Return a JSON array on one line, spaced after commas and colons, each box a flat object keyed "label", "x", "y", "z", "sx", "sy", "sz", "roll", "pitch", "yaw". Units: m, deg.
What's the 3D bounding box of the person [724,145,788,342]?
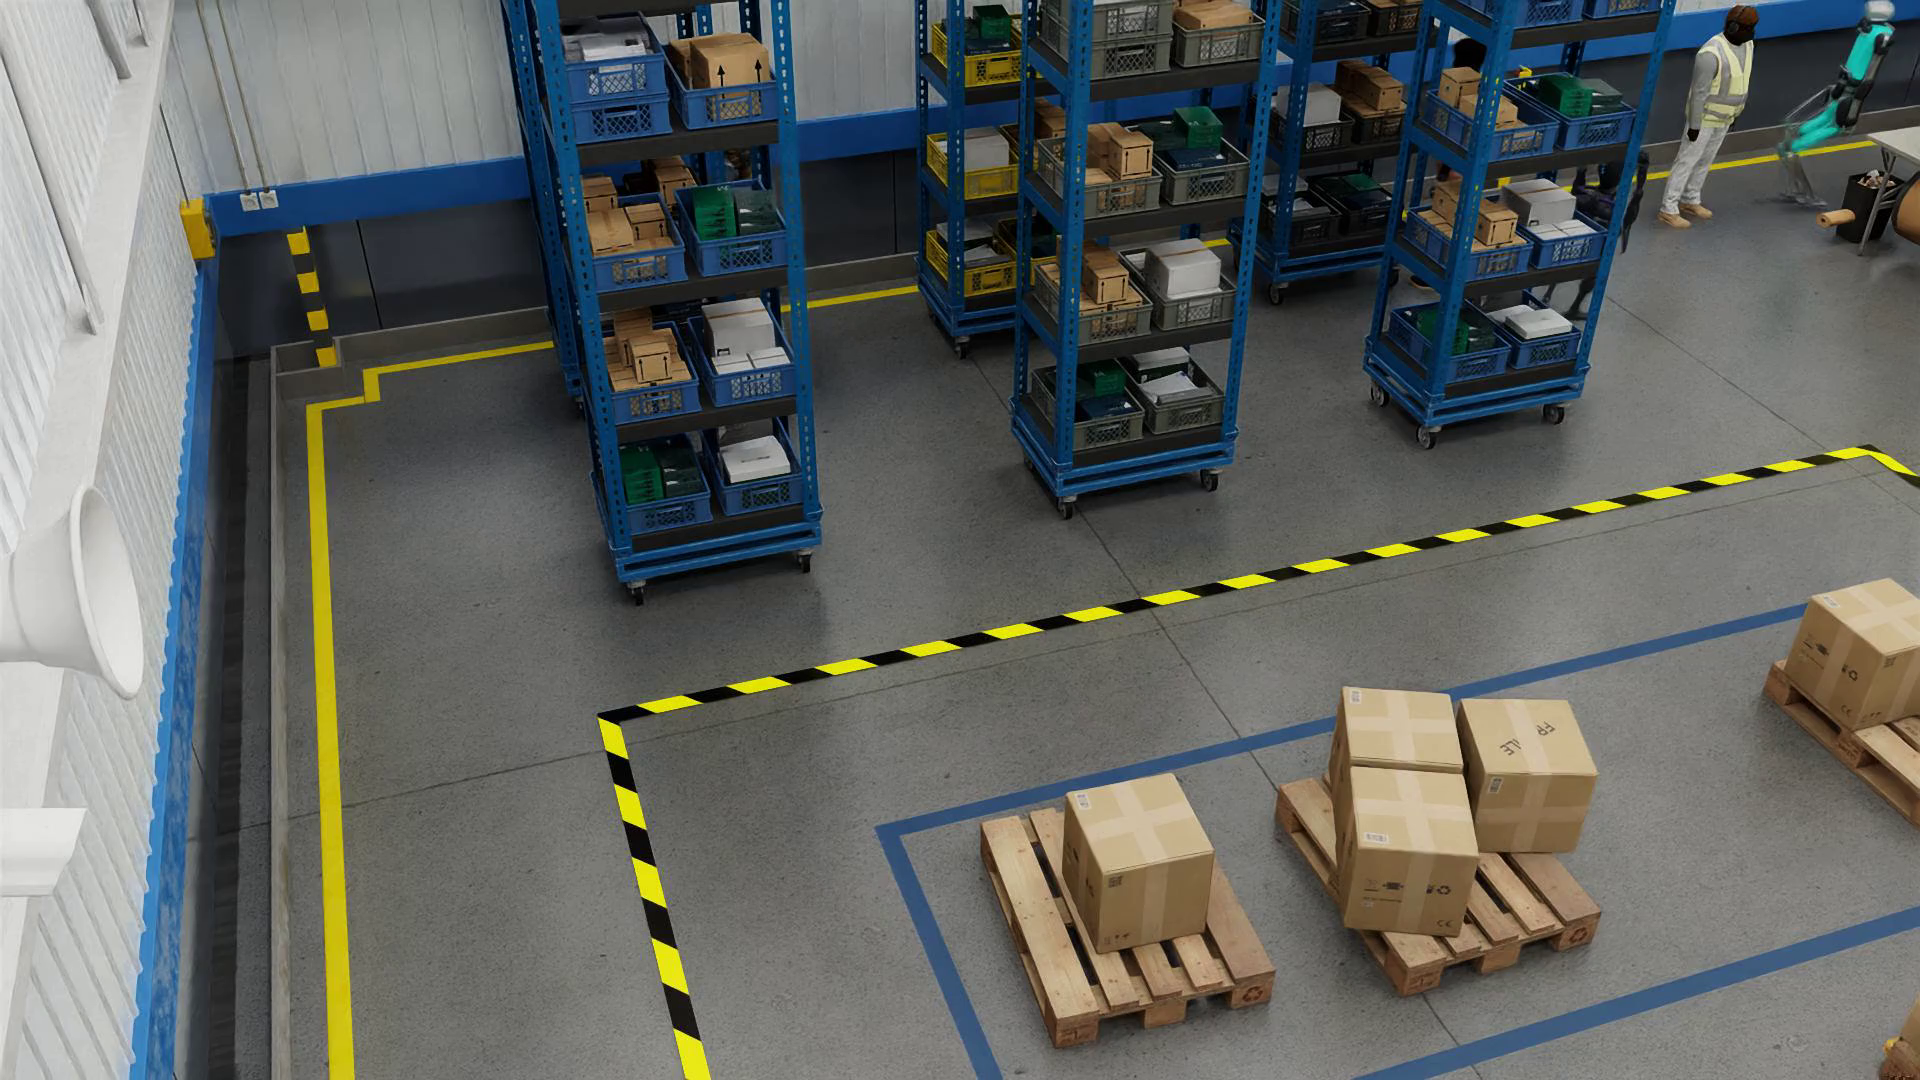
[{"label": "person", "x": -1.374, "y": -1.854, "z": 11.236, "sx": 0.376, "sy": 1.939, "sz": 0.627, "roll": -9, "pitch": 36, "yaw": -13}]

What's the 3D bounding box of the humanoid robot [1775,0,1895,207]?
[{"label": "humanoid robot", "x": 7.181, "y": -3.606, "z": 13.844, "sx": 0.705, "sy": 1.741, "sz": 0.530, "roll": 4, "pitch": 35, "yaw": 6}]

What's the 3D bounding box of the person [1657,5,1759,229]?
[{"label": "person", "x": 6.162, "y": -3.464, "z": 13.615, "sx": 0.622, "sy": 1.836, "sz": 0.432, "roll": -24, "pitch": 42, "yaw": -30}]

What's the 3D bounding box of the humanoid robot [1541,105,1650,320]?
[{"label": "humanoid robot", "x": 4.661, "y": -2.394, "z": 12.227, "sx": 0.447, "sy": 1.636, "sz": 0.596, "roll": -25, "pitch": 42, "yaw": -31}]

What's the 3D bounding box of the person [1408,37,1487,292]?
[{"label": "person", "x": 3.757, "y": -2.829, "z": 12.594, "sx": 0.374, "sy": 1.966, "sz": 0.605, "roll": 26, "pitch": 43, "yaw": 32}]

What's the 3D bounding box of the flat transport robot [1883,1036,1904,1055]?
[{"label": "flat transport robot", "x": 4.471, "y": 2.433, "z": 6.581, "sx": 0.652, "sy": 0.197, "sz": 1.431, "roll": -11, "pitch": 37, "yaw": -15}]
